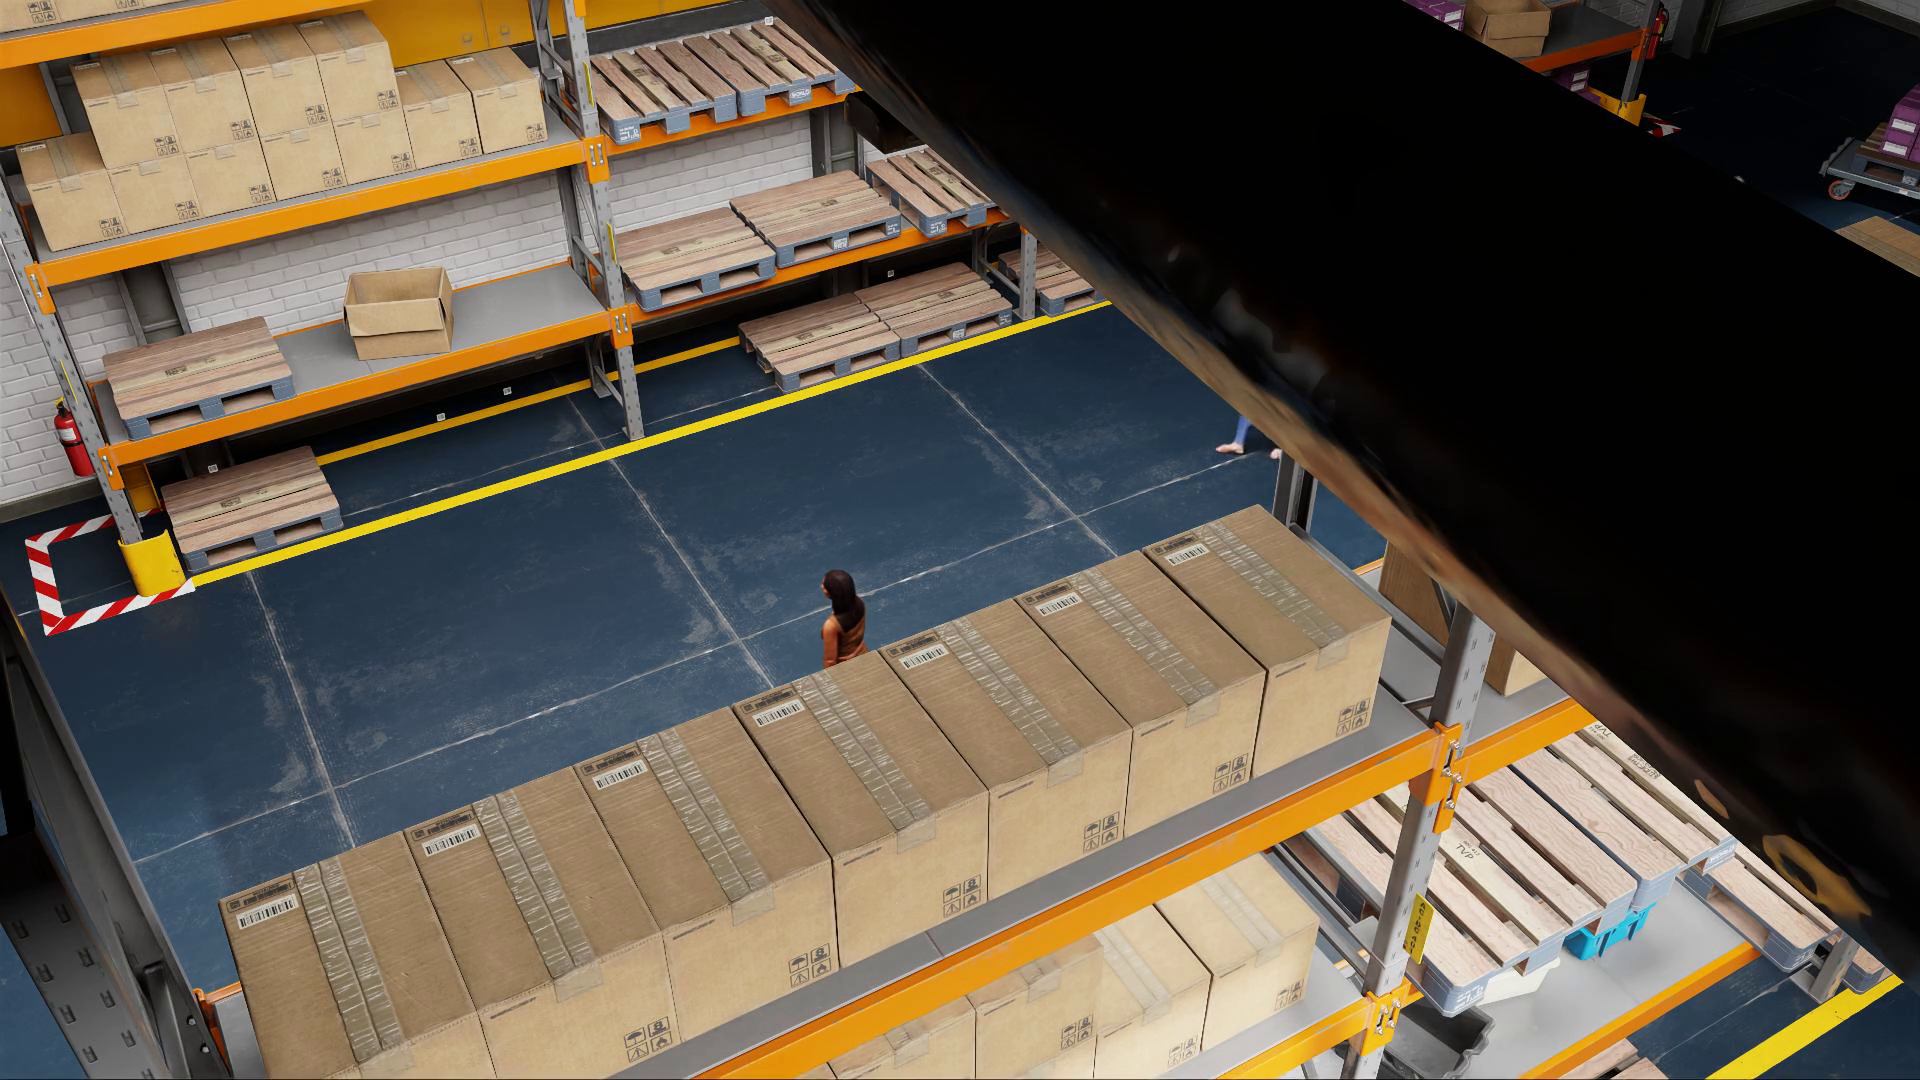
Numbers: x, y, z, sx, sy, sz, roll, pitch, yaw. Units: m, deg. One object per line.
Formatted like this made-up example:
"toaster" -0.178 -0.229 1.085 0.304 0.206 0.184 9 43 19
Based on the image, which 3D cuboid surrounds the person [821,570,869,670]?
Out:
"person" -0.740 0.860 10.916 0.701 1.683 0.607 18 42 21
